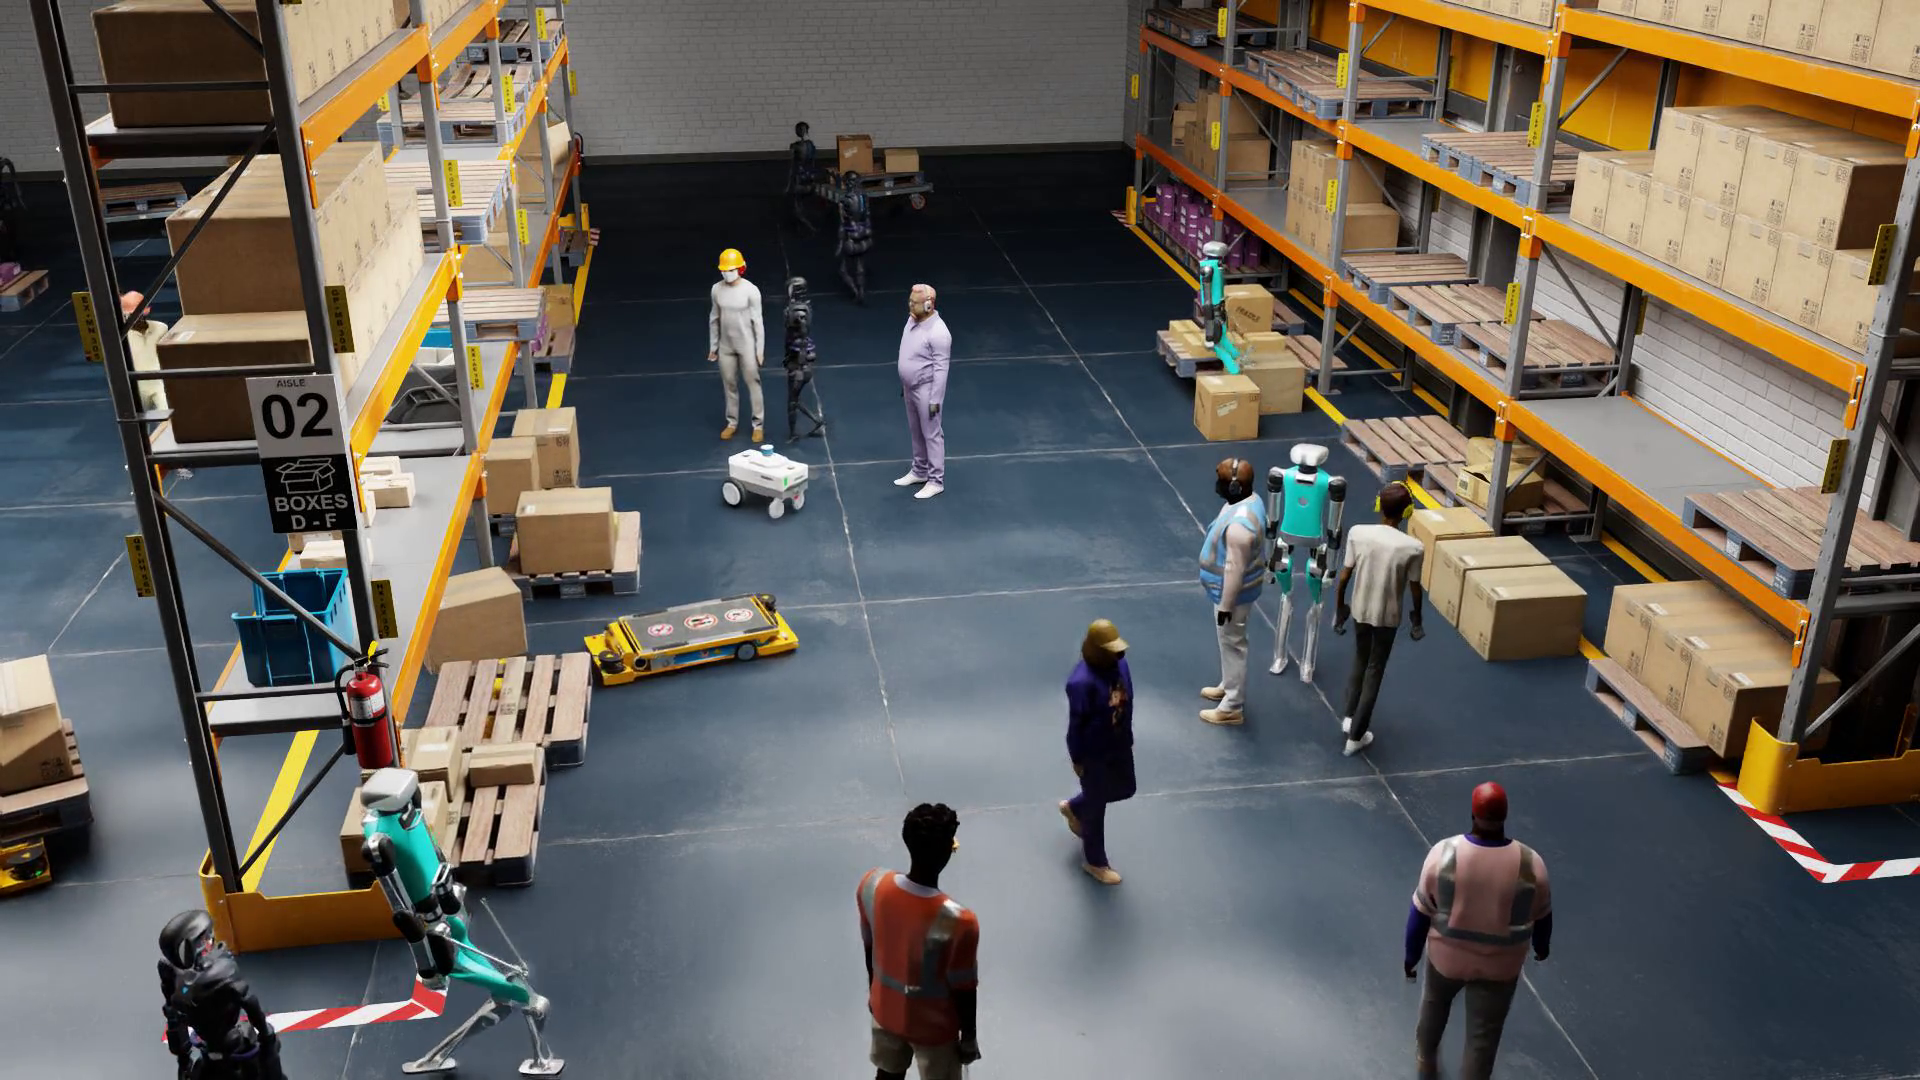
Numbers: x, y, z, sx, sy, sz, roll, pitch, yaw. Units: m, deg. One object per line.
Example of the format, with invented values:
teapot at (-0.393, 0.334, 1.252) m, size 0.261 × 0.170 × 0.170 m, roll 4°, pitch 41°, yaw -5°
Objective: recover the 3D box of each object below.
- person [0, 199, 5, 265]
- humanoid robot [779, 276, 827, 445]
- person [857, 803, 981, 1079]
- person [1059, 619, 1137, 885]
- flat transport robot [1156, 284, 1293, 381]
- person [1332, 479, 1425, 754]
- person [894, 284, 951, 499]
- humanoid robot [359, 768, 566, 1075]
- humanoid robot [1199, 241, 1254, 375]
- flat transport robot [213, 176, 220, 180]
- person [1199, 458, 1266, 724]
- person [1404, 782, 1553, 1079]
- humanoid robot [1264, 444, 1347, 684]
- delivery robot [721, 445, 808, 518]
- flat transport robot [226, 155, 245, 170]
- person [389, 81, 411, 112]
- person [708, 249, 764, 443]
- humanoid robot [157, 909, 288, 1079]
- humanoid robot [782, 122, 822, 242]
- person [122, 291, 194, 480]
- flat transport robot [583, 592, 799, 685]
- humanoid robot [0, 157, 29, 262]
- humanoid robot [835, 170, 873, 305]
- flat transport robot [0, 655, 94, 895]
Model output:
person at (-12.361, -4.106, 20.983) m, size 0.545 × 1.919 × 0.614 m, roll -2°, pitch 24°, yaw -5°
humanoid robot at (-1.528, -1.728, 15.894) m, size 0.500 × 1.640 × 0.609 m, roll -8°, pitch 25°, yaw -18°
person at (-0.161, 1.987, 7.071) m, size 0.606 × 1.950 × 0.402 m, roll 18°, pitch 29°, yaw 34°
person at (0.771, 1.147, 9.390) m, size 0.478 × 1.609 × 0.482 m, roll 20°, pitch 31°, yaw 38°
flat transport robot at (2.816, -1.772, 17.715) m, size 0.659 × 0.231 × 1.431 m, roll -3°, pitch 24°, yaw -8°
person at (2.703, 0.478, 10.622) m, size 0.530 × 1.847 × 0.588 m, roll 16°, pitch 29°, yaw 33°
person at (-0.342, -1.319, 14.641) m, size 0.412 × 1.913 × 0.640 m, roll -13°, pitch 27°, yaw -27°
humanoid robot at (-2.174, 1.835, 7.706) m, size 0.979 × 1.740 × 0.545 m, roll 0°, pitch 24°, yaw -1°
humanoid robot at (2.677, -2.054, 16.550) m, size 0.669 × 1.804 × 0.537 m, roll 8°, pitch 25°, yaw 18°
flat transport robot at (-11.229, -5.701, 26.666) m, size 1.431 × 0.231 × 0.659 m, roll 11°, pitch 26°, yaw 24°
person at (1.783, 0.331, 10.974) m, size 0.429 × 1.839 × 0.631 m, roll 5°, pitch 24°, yaw 11°
person at (2.385, 1.851, 7.662) m, size 0.633 × 1.723 × 0.818 m, roll 8°, pitch 25°, yaw 18°
humanoid robot at (2.396, 0.106, 11.573) m, size 0.536 × 1.763 × 0.684 m, roll 9°, pitch 25°, yaw 19°
delivery robot at (-1.699, -0.541, 14.559) m, size 0.769 × 0.598 × 0.512 m, roll 16°, pitch 28°, yaw 32°
flat transport robot at (-10.135, -5.043, 25.167) m, size 0.659 × 0.231 × 1.431 m, roll 6°, pitch 24°, yaw 13°
person at (-8.803, -6.410, 26.370) m, size 0.441 × 1.828 × 0.666 m, roll -1°, pitch 24°, yaw -3°
person at (-2.139, -1.858, 15.900) m, size 0.563 × 1.888 × 0.379 m, roll 7°, pitch 25°, yaw 16°
humanoid robot at (-3.048, 2.216, 6.891) m, size 0.612 × 1.636 × 0.671 m, roll 10°, pitch 25°, yaw 21°
humanoid robot at (-2.180, -5.044, 23.477) m, size 0.622 × 1.645 × 0.629 m, roll 20°, pitch 31°, yaw 39°
person at (-7.408, -1.444, 15.163) m, size 0.570 × 1.709 × 0.895 m, roll -21°, pitch 31°, yaw -39°
flat transport robot at (-1.952, 0.708, 12.065) m, size 1.431 × 0.231 × 0.659 m, roll -10°, pitch 26°, yaw -22°
humanoid robot at (-12.971, -4.614, 22.505) m, size 0.590 × 1.644 × 0.701 m, roll -13°, pitch 27°, yaw -28°
humanoid robot at (-1.281, -3.694, 20.340) m, size 0.335 × 1.643 × 0.601 m, roll 18°, pitch 29°, yaw 35°
flat transport robot at (-5.796, 1.696, 9.814) m, size 0.659 × 0.231 × 1.431 m, roll -14°, pitch 27°, yaw -28°
